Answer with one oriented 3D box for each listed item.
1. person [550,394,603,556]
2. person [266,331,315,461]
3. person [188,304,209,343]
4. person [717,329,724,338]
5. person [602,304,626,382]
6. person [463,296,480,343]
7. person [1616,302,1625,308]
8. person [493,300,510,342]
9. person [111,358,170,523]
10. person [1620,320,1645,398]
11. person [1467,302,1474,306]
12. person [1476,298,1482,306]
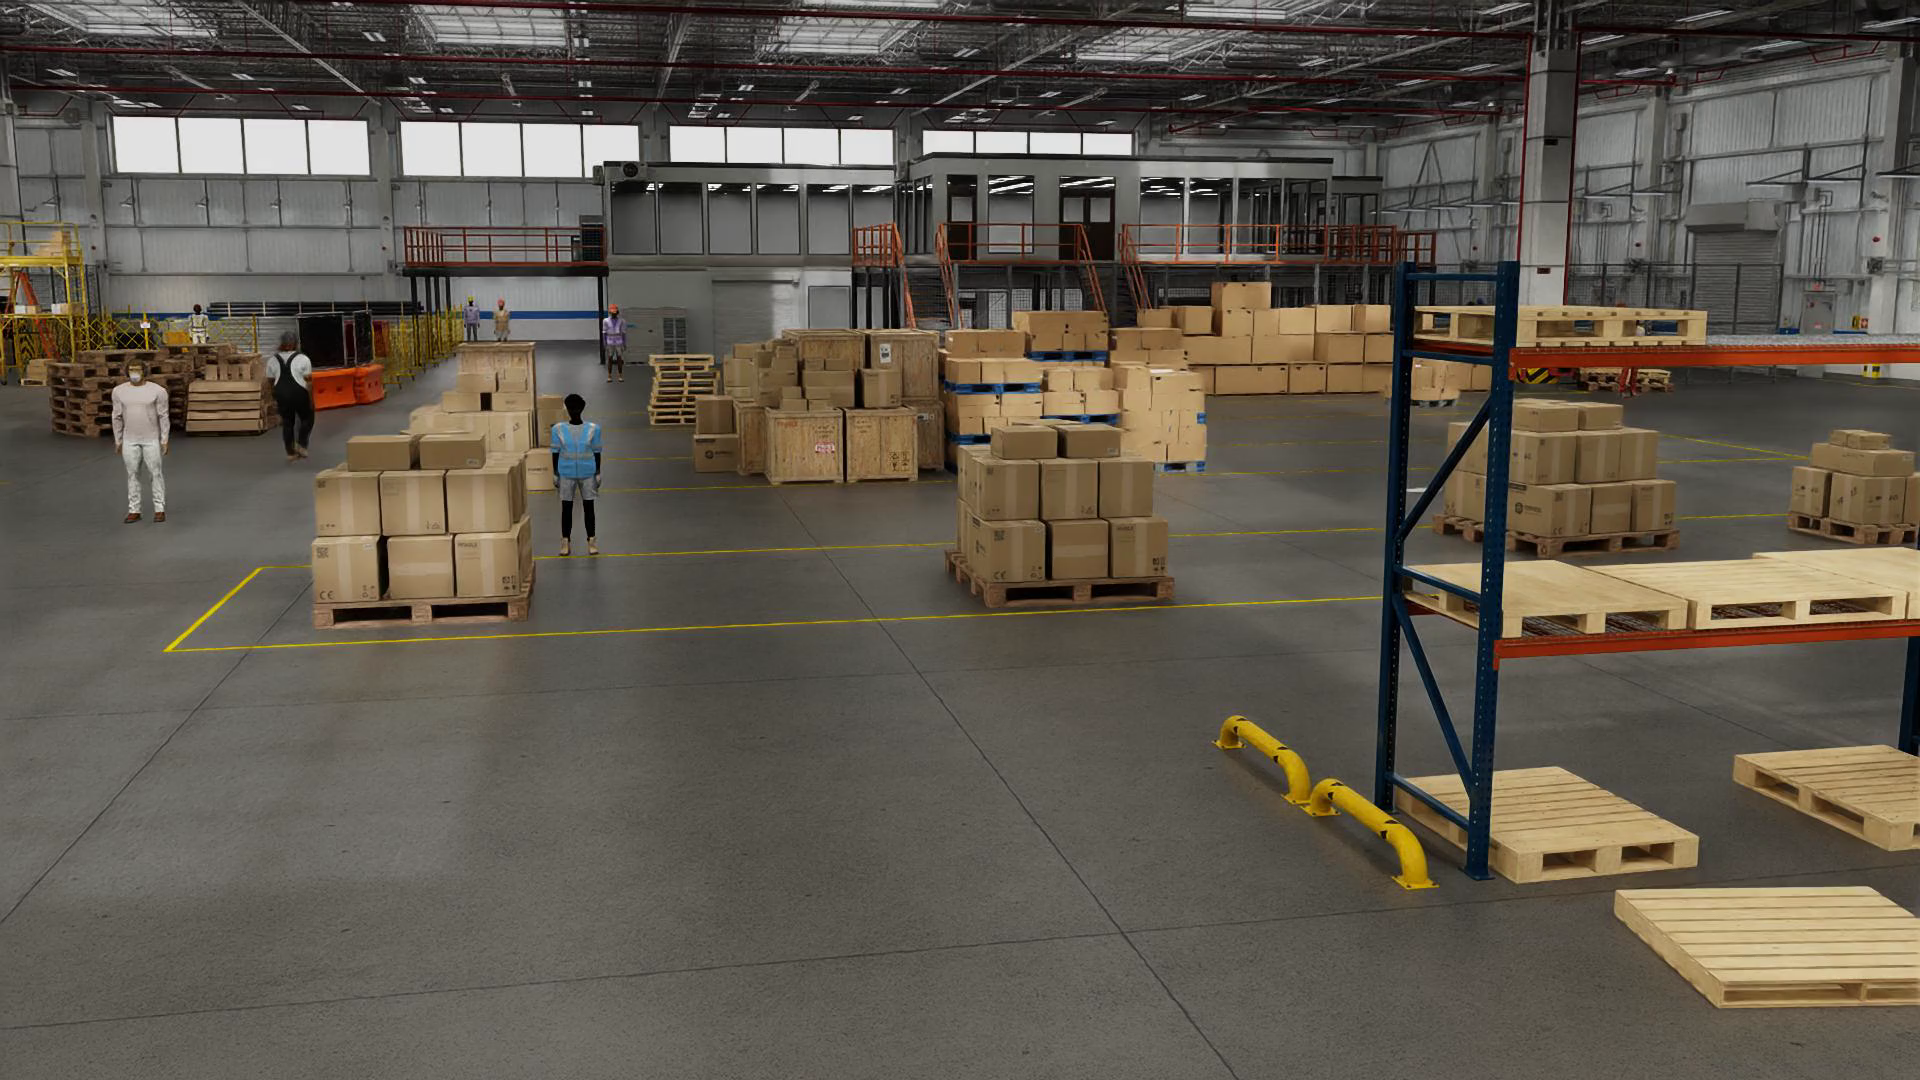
[{"bbox_3d":[-3.994,-0.677,17.348,0.537,1.696,0.318,-2,10,-12],"label":"person"},{"bbox_3d":[-10.341,-2.235,25.799,0.709,2.000,0.535,0,9,1],"label":"person"},{"bbox_3d":[-23.185,-6.237,50.669,0.577,1.884,0.353,-2,10,-12],"label":"person"},{"bbox_3d":[-7.630,-6.579,52.775,0.520,1.871,0.326,-2,10,-12],"label":"person"},{"bbox_3d":[-9.046,-5.150,43.559,0.609,2.043,0.376,-2,10,-12],"label":"person"},{"bbox_3d":[-18.180,-8.102,61.905,0.589,1.927,0.368,-2,10,-12],"label":"person"},{"bbox_3d":[20.359,-6.385,51.397,0.547,1.942,0.351,-2,10,-12],"label":"person"},{"bbox_3d":[-15.315,-7.034,55.546,0.570,1.912,0.633,-3,10,-19],"label":"person"},{"bbox_3d":[-9.647,-1.168,19.607,0.631,1.940,0.370,-2,10,-12],"label":"person"},{"bbox_3d":[15.516,-4.278,38.390,0.614,1.994,0.381,-2,10,-12],"label":"person"},{"bbox_3d":[17.518,-7.272,57.212,0.651,1.824,0.478,-1,9,-5],"label":"person"},{"bbox_3d":[18.315,-7.587,58.752,0.628,1.935,0.609,0,9,-2],"label":"person"}]
